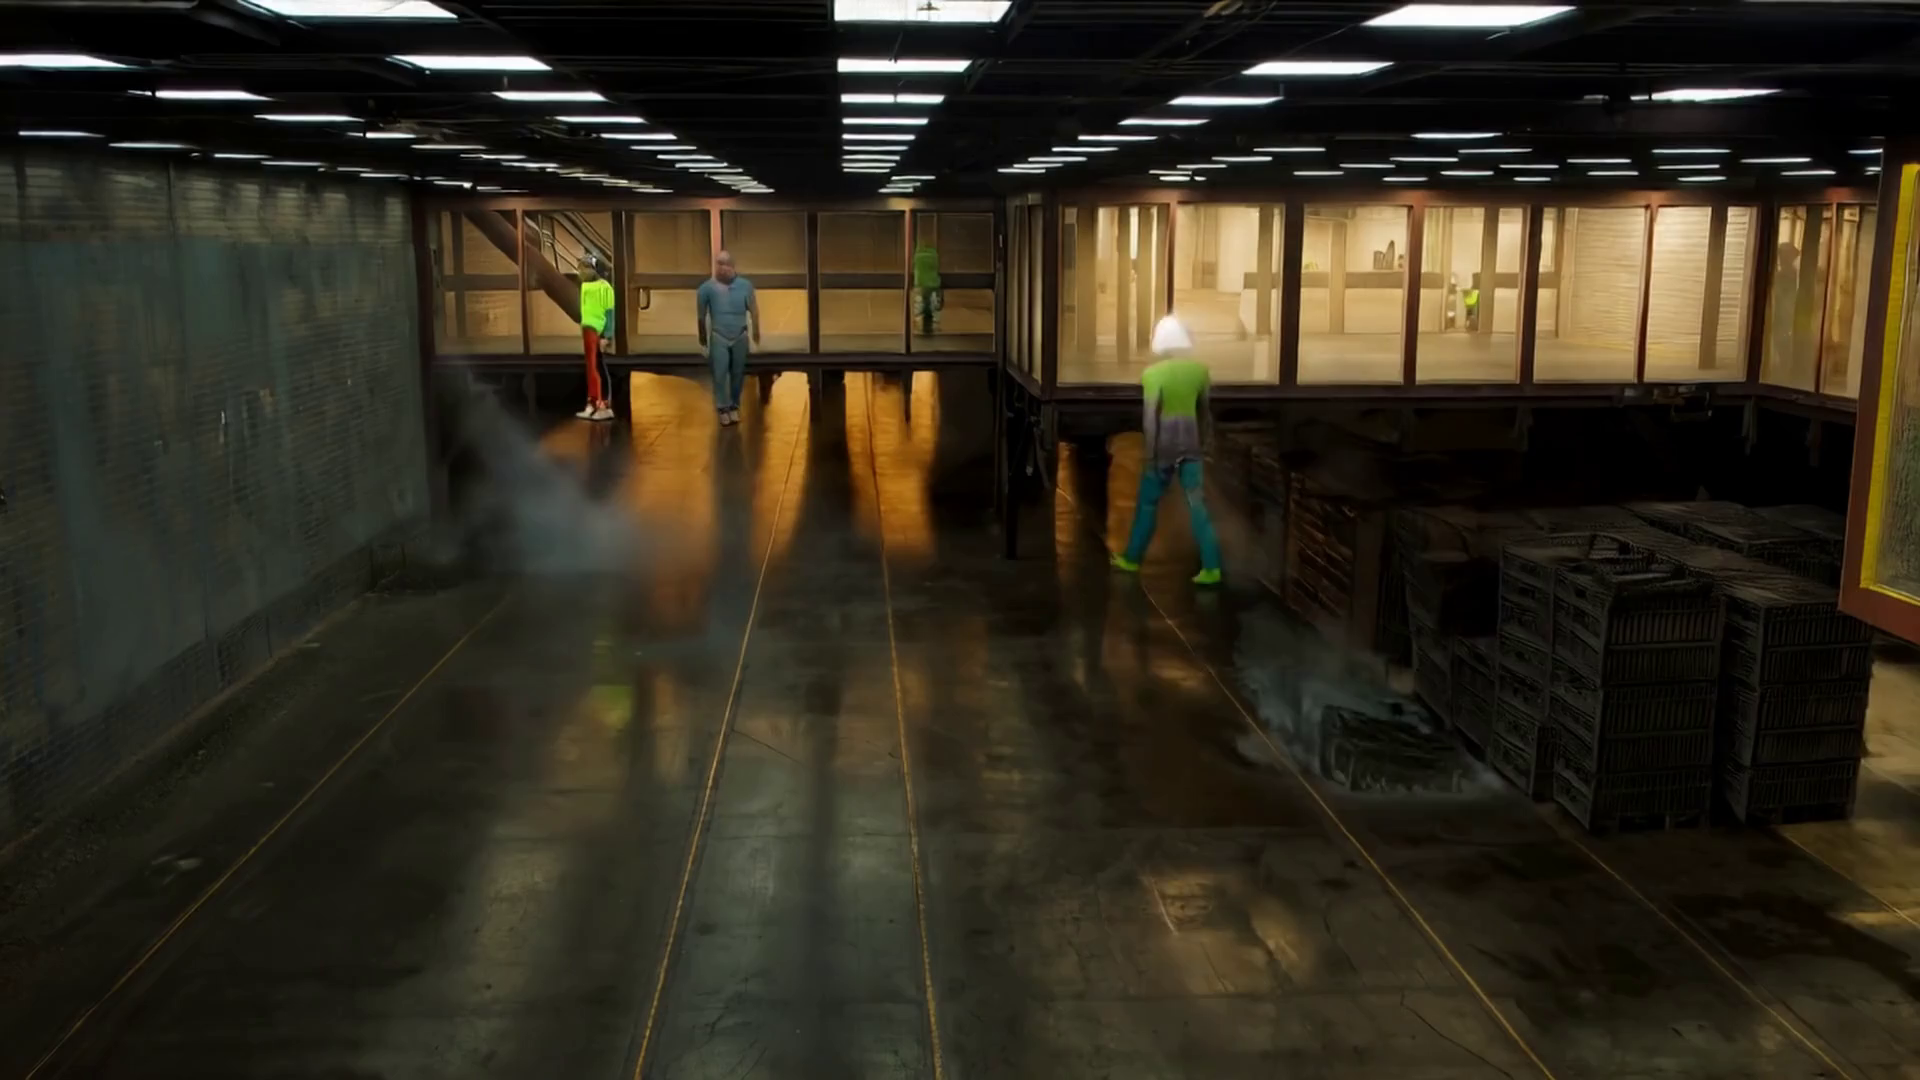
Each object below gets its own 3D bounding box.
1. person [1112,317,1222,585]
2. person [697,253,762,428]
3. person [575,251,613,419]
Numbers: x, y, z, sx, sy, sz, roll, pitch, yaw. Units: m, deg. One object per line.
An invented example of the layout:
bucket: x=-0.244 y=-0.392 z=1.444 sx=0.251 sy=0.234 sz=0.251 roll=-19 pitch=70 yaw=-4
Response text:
person: x=1.274 y=-0.535 z=9.936 sx=0.520 sy=1.586 sz=0.871 roll=-6 pitch=12 yaw=-31
person: x=-2.513 y=-2.183 z=18.085 sx=0.647 sy=1.866 sz=0.974 roll=-3 pitch=11 yaw=-16
person: x=-4.105 y=-2.285 z=18.617 sx=0.507 sy=1.872 sz=0.329 roll=9 pitch=14 yaw=39
